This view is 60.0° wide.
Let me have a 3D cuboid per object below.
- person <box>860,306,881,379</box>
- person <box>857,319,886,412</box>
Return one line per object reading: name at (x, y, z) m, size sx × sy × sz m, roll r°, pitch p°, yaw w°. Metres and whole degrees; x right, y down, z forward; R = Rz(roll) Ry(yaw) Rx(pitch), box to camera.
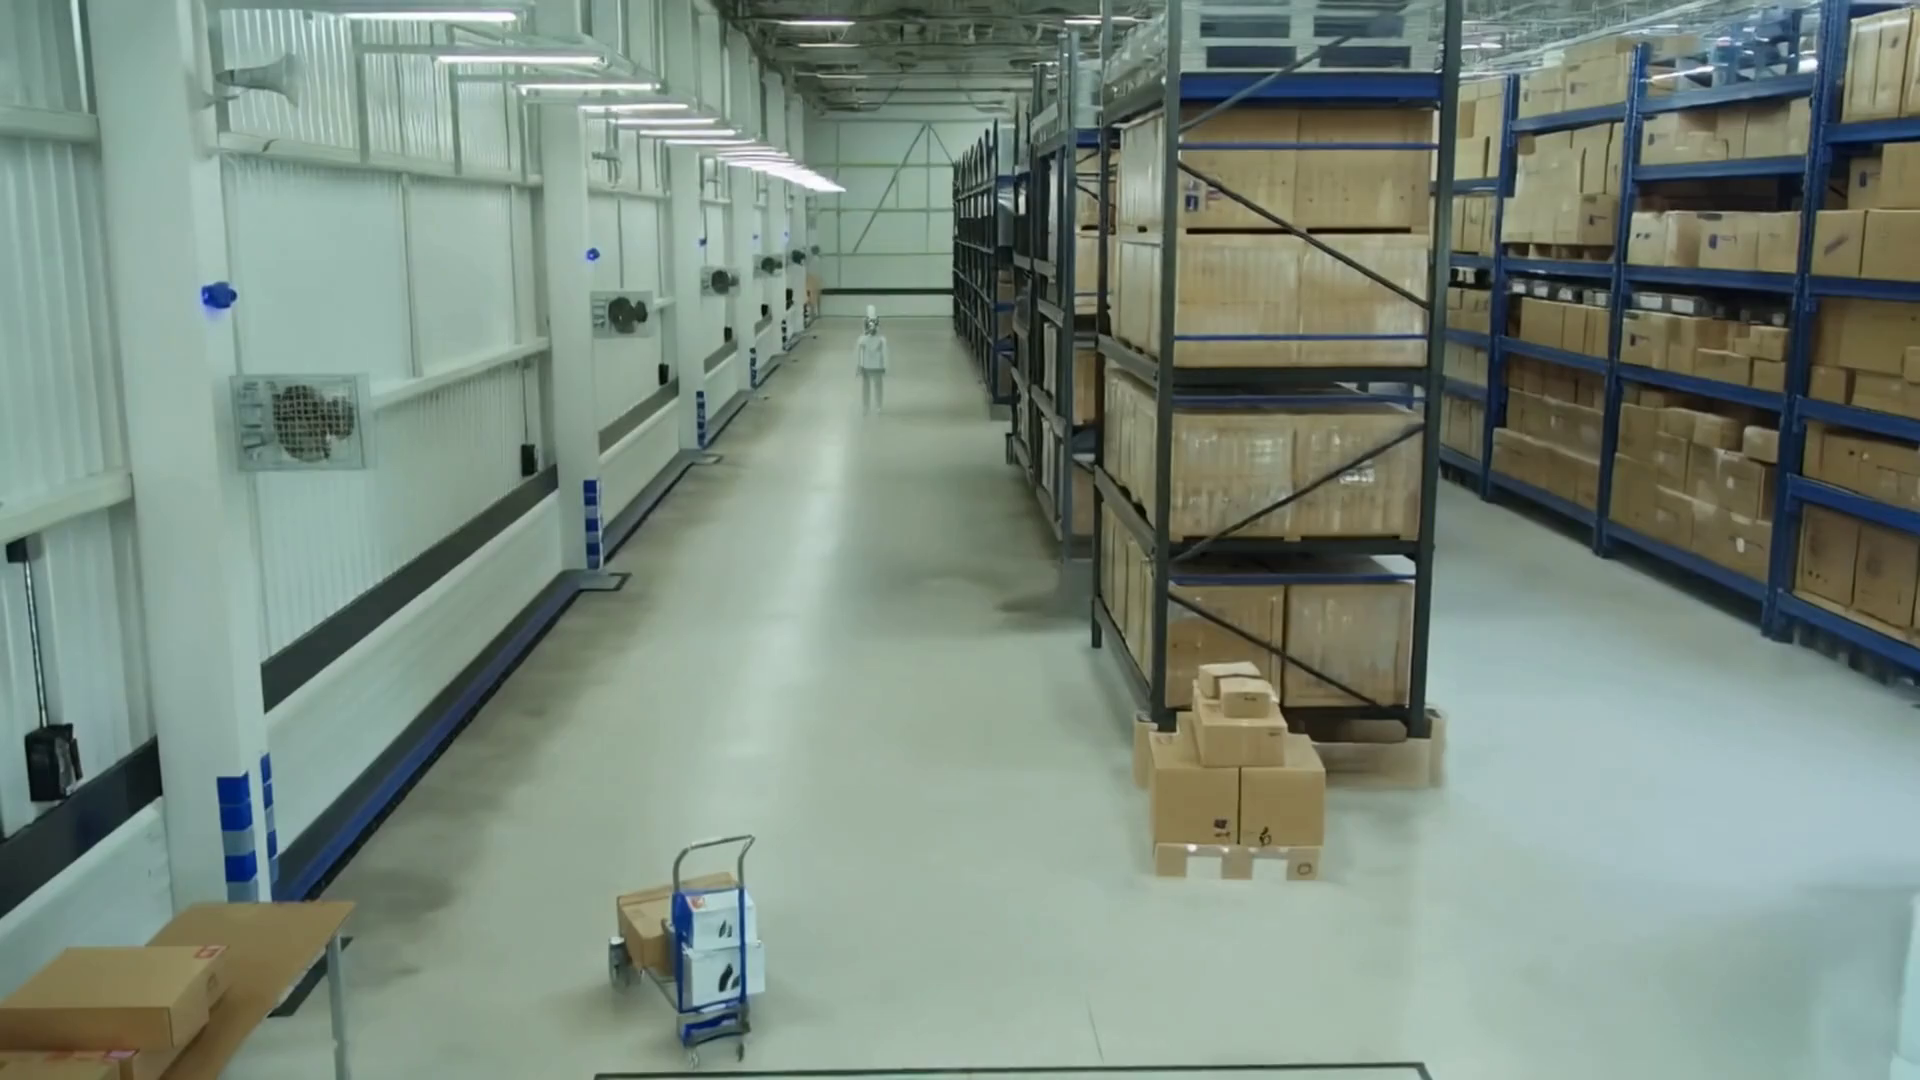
person at (-2.290, -5.066, 42.750) m, size 0.591 × 1.910 × 0.392 m, roll -6°, pitch 12°, yaw -28°
person at (-1.890, -3.718, 35.534) m, size 0.617 × 1.988 × 0.402 m, roll 0°, pitch 11°, yaw 2°
